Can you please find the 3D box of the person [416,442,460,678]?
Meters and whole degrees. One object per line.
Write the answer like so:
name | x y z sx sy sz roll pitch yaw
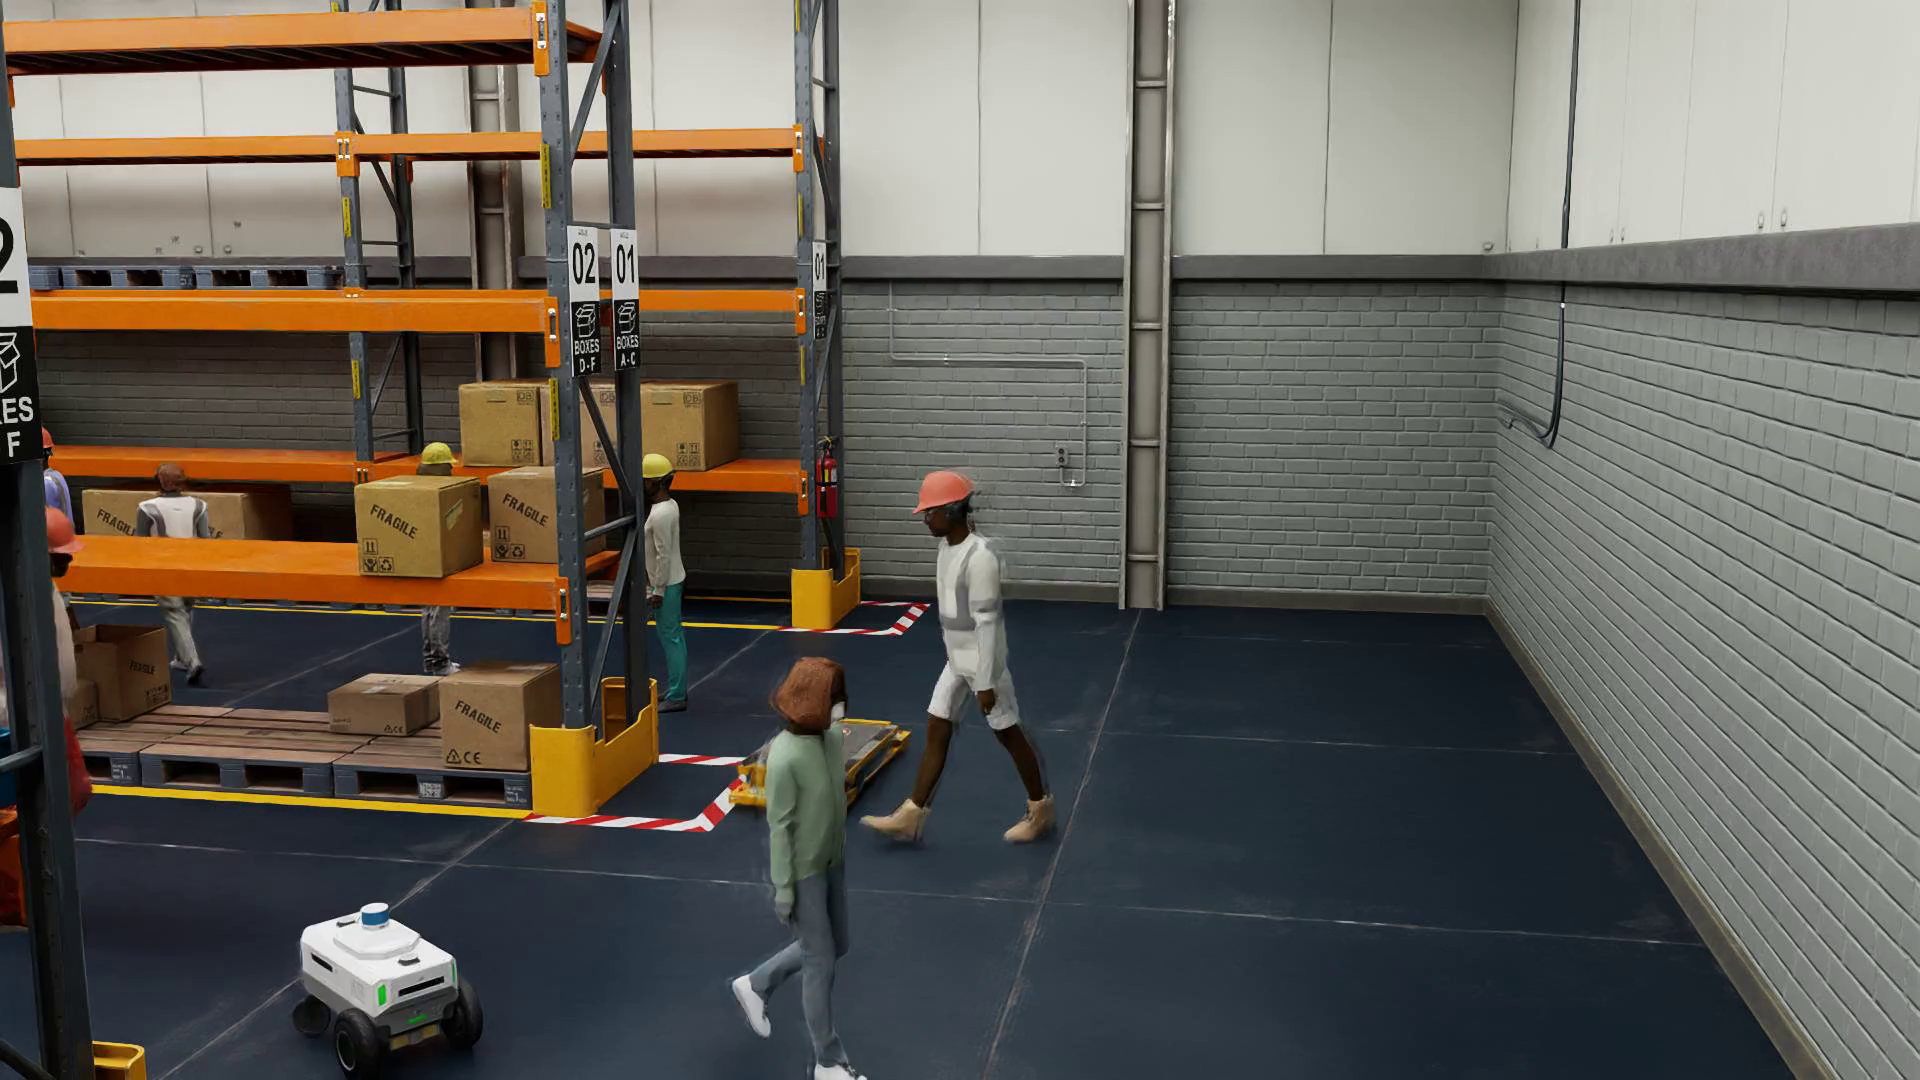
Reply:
person | -3.832 0.147 12.294 0.301 1.743 0.493 -5 11 -30

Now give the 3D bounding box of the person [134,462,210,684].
person | -5.722 0.231 12.196 0.802 1.602 0.514 8 12 40

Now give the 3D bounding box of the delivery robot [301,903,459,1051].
delivery robot | -2.241 1.642 6.402 0.707 0.478 0.477 9 13 44

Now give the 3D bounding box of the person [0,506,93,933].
person | -4.152 0.814 7.474 0.569 1.957 0.651 -2 9 -12

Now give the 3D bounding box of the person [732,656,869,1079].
person | -0.593 1.206 6.127 0.597 1.617 0.510 4 10 23

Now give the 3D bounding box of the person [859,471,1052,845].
person | -0.001 0.629 8.603 1.055 1.966 0.695 -4 10 -22

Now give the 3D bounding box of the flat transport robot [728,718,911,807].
flat transport robot | -0.796 1.281 9.811 0.652 0.197 1.431 2 9 14

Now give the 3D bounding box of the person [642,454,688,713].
person | -2.036 0.293 11.318 0.326 1.767 0.533 0 9 -3
